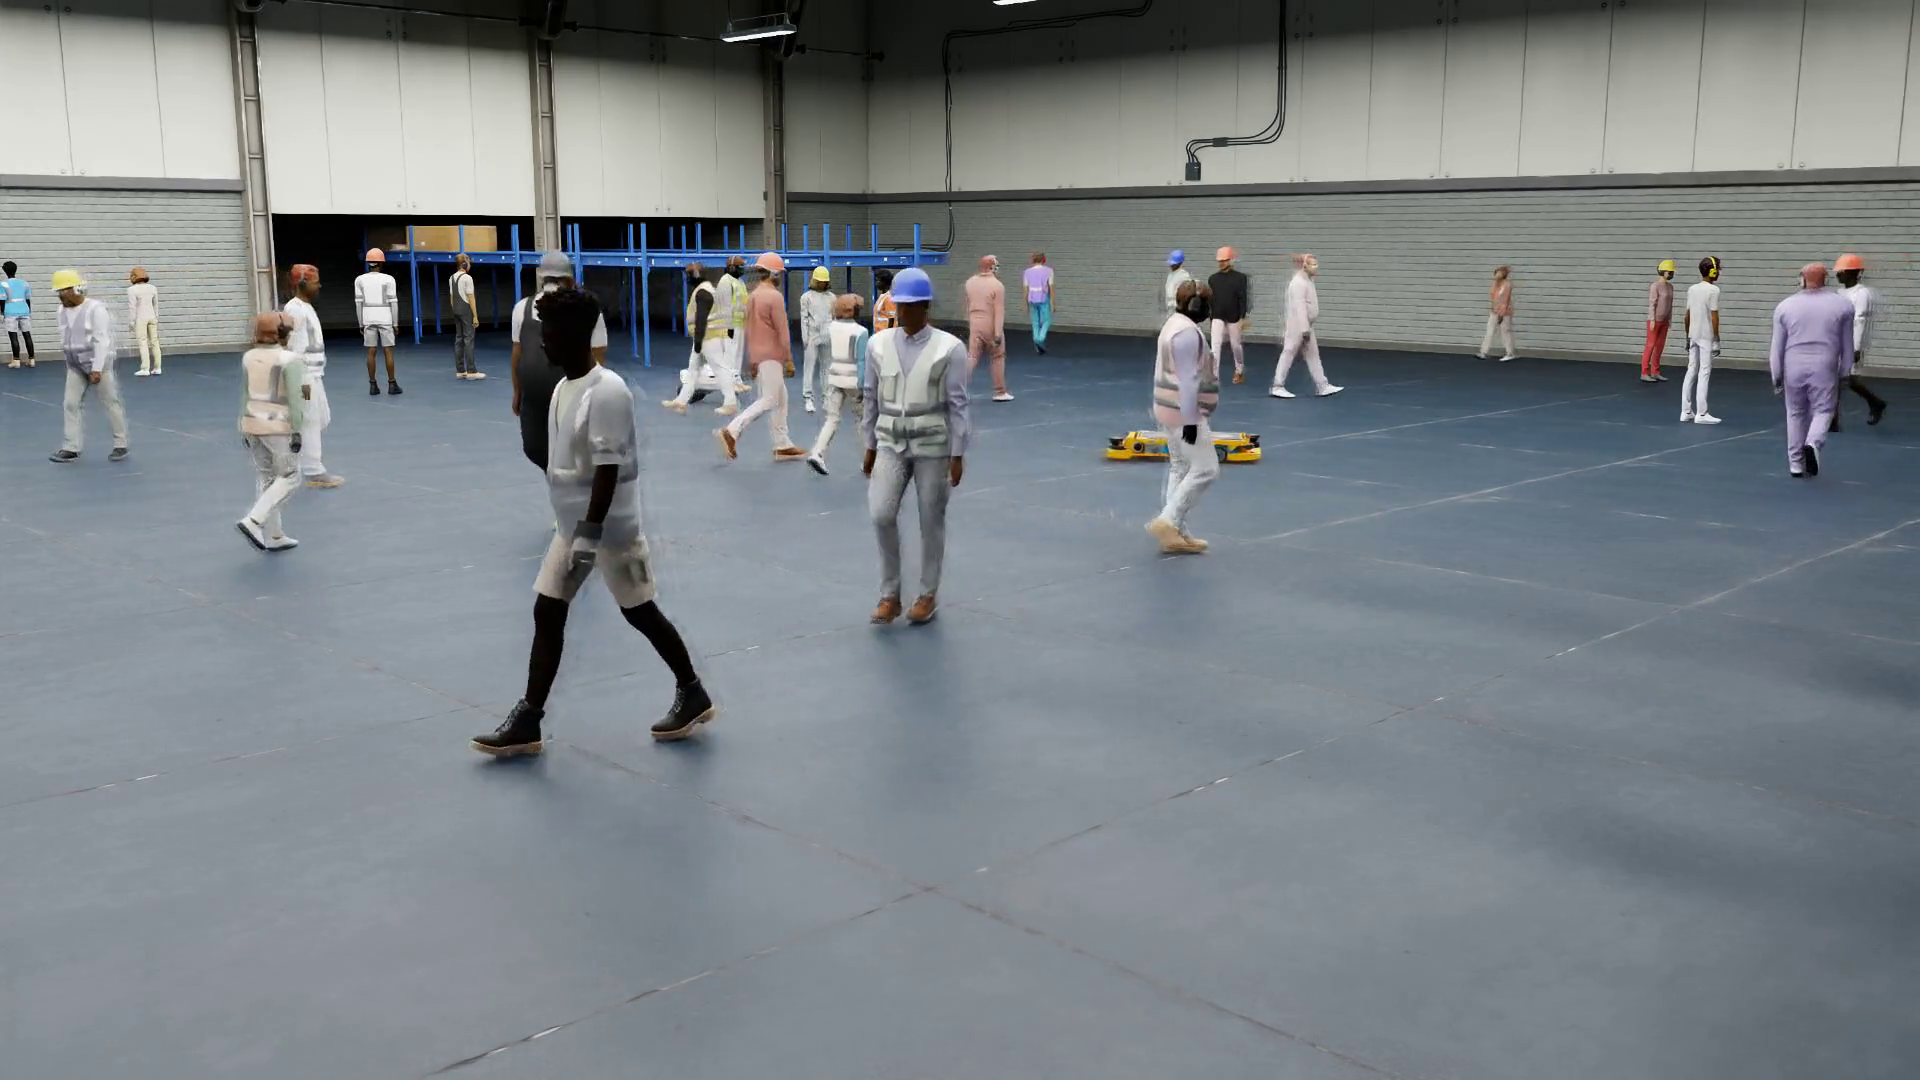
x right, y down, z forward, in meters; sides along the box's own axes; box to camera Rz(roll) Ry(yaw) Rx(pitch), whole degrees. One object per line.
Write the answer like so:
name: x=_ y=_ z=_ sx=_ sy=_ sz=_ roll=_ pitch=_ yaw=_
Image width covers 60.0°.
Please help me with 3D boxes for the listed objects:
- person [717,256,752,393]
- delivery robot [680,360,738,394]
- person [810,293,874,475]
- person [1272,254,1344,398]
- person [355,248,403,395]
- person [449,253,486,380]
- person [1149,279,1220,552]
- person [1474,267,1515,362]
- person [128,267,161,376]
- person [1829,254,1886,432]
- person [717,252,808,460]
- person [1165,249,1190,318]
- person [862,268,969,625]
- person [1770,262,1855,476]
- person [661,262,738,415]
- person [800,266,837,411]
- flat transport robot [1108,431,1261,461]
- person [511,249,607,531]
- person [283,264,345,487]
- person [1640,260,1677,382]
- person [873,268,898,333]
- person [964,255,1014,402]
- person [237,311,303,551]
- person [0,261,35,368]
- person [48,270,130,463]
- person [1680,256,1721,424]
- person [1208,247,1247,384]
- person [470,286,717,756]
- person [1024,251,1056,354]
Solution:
person: x=-3.040 y=-2.907 z=22.453 sx=0.429 sy=1.838 sz=0.633 roll=2 pitch=11 yaw=10
delivery robot: x=-3.194 y=-2.068 z=21.217 sx=0.707 sy=0.478 sz=0.477 roll=1 pitch=10 yaw=5
person: x=-1.021 y=-1.384 z=14.744 sx=0.509 sy=1.606 sz=0.785 roll=8 pitch=13 yaw=36
person: x=4.525 y=-2.764 z=21.587 sx=0.963 sy=1.857 sz=0.669 roll=5 pitch=11 yaw=24
person: x=-7.777 y=-2.922 z=22.239 sx=0.547 sy=1.938 sz=0.377 roll=0 pitch=10 yaw=-1
person: x=-7.300 y=-3.300 z=24.556 sx=0.508 sy=1.847 sz=0.345 roll=8 pitch=13 yaw=36
person: x=1.508 y=-0.811 z=11.042 sx=0.445 sy=1.822 sz=0.640 roll=0 pitch=10 yaw=1
person: x=8.975 y=-3.766 z=27.797 sx=0.844 sy=1.578 sz=0.566 roll=-4 pitch=11 yaw=-21
person: x=-12.372 y=-3.316 z=25.222 sx=0.289 sy=1.632 sz=0.497 roll=5 pitch=11 yaw=24
person: x=9.638 y=-2.118 z=17.923 sx=0.673 sy=1.917 sz=0.559 roll=-1 pitch=10 yaw=-5
person: x=-1.869 y=-1.705 z=15.554 sx=0.857 sy=1.962 sz=0.627 roll=-5 pitch=12 yaw=-26
person: x=3.324 y=-3.496 z=25.506 sx=0.510 sy=1.903 sz=0.737 roll=-3 pitch=11 yaw=-14
person: x=-0.276 y=-0.482 z=8.942 sx=0.638 sy=1.928 sz=0.655 roll=3 pitch=11 yaw=17
person: x=7.404 y=-1.472 z=14.485 sx=0.654 sy=1.880 sz=0.640 roll=6 pitch=12 yaw=30
person: x=-3.094 y=-2.378 z=19.674 sx=0.964 sy=1.778 sz=0.718 roll=-2 pitch=11 yaw=-11
person: x=-1.690 y=-2.436 z=20.146 sx=0.484 sy=1.736 sz=0.307 roll=-6 pitch=12 yaw=-31
flat transport robot: x=2.154 y=-0.910 z=15.936 sx=1.431 sy=0.197 sz=0.652 roll=2 pitch=10 yaw=8
person: x=-2.892 y=-1.084 z=12.057 sx=0.694 sy=2.000 sz=0.720 roll=1 pitch=10 yaw=8
person: x=-5.571 y=-1.384 z=14.036 sx=0.522 sy=1.875 sz=0.592 roll=-2 pitch=11 yaw=-9
person: x=10.167 y=-3.174 z=24.118 sx=0.521 sy=1.758 sz=0.349 roll=-8 pitch=13 yaw=-37
person: x=-0.937 y=-2.569 z=20.978 sx=0.318 sy=1.696 sz=0.533 roll=-3 pitch=11 yaw=-15
person: x=0.294 y=-2.675 z=21.085 sx=0.646 sy=1.878 sz=0.904 roll=8 pitch=13 yaw=38
person: x=-4.627 y=-0.708 z=11.056 sx=0.527 sy=1.616 sz=0.546 roll=5 pitch=12 yaw=25
person: x=-15.108 y=-3.603 z=26.609 sx=0.321 sy=1.696 sz=0.537 roll=6 pitch=12 yaw=29
person: x=-8.181 y=-1.605 z=15.477 sx=0.601 sy=1.781 sz=0.832 roll=3 pitch=11 yaw=15
person: x=8.425 y=-2.265 z=18.844 sx=0.329 sy=1.874 sz=0.518 roll=-3 pitch=11 yaw=-15
person: x=3.795 y=-3.159 z=23.501 sx=0.610 sy=1.961 sz=0.984 roll=6 pitch=12 yaw=28
person: x=-1.483 y=-0.077 z=6.822 sx=1.019 sy=1.918 sz=0.621 roll=-8 pitch=13 yaw=-38
person: x=1.416 y=-4.214 z=29.554 sx=0.601 sy=1.831 sz=0.433 roll=5 pitch=12 yaw=28
